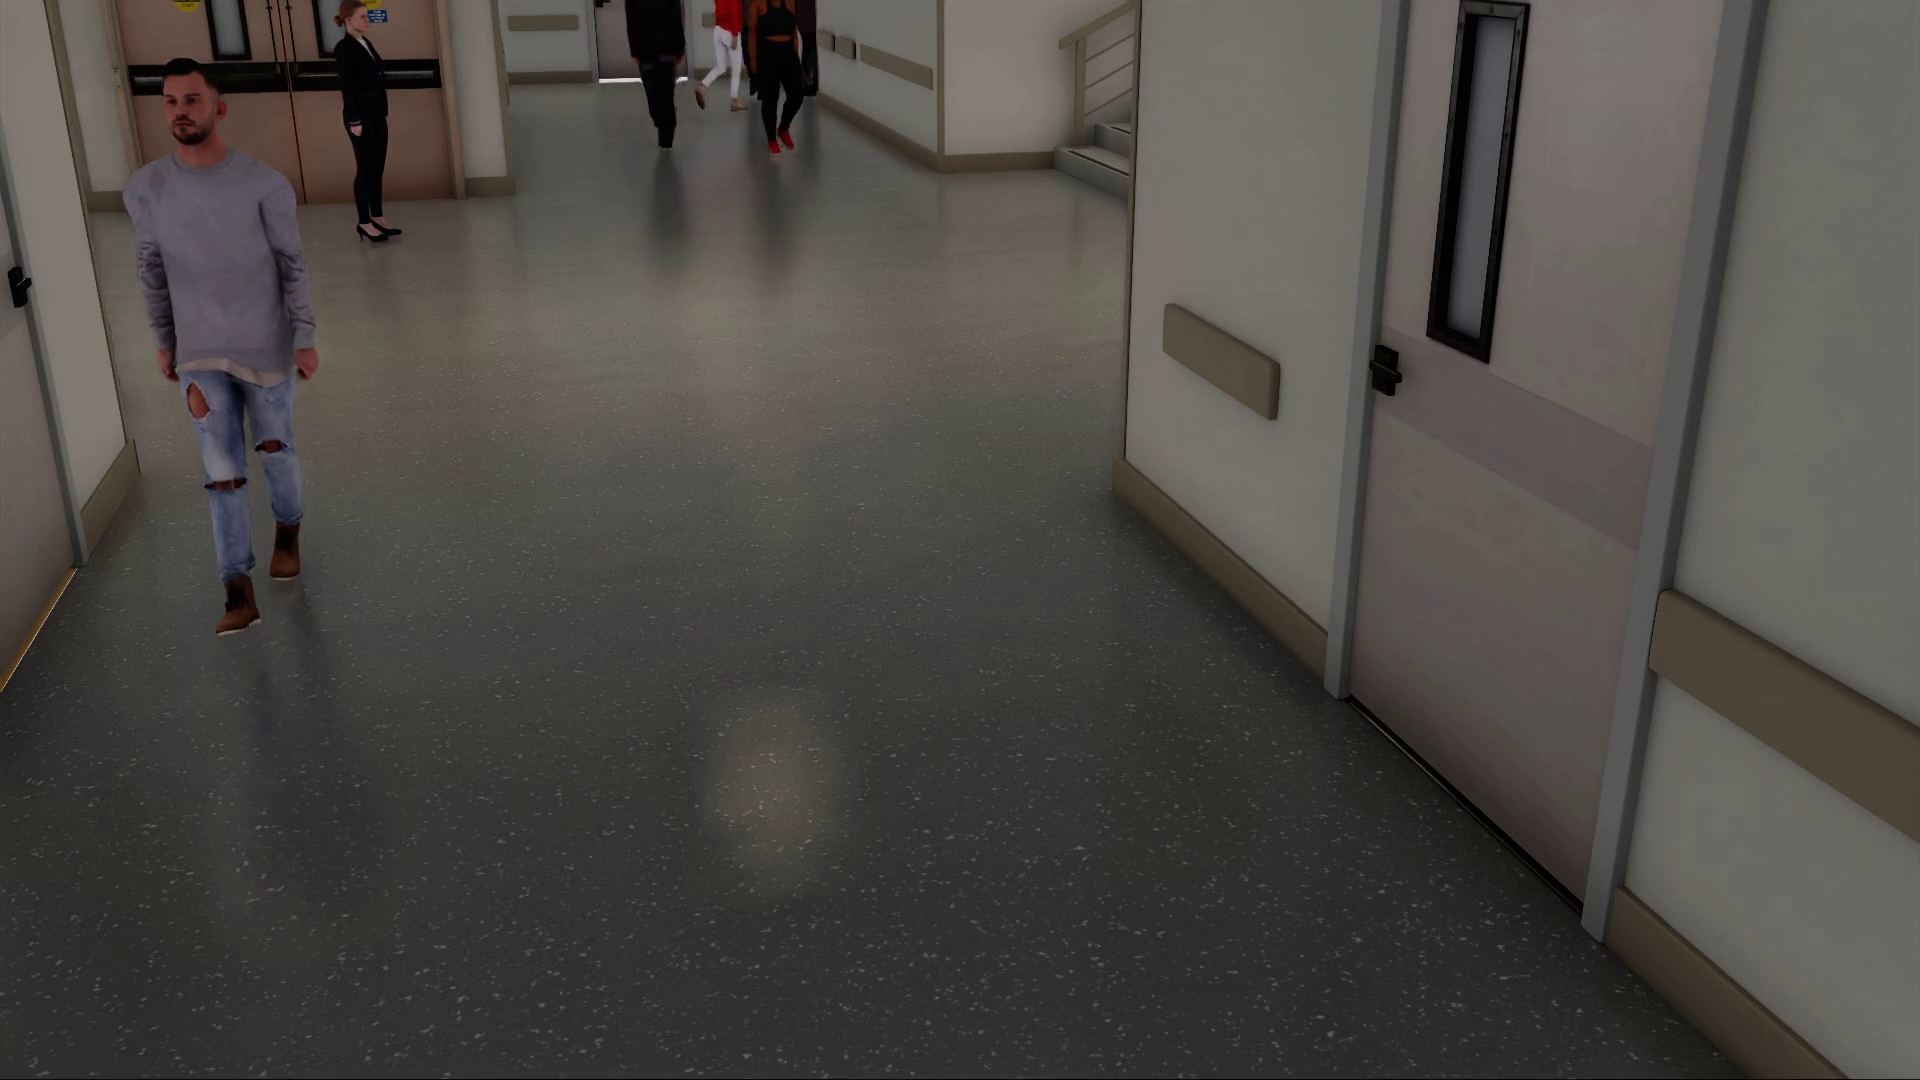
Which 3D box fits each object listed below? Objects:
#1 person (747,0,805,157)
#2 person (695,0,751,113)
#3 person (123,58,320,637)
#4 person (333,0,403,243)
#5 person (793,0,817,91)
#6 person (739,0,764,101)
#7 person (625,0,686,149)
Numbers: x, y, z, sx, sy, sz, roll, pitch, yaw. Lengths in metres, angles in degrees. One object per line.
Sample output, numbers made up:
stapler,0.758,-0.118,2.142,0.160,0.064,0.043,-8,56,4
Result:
person,-1.817,-4.665,16.147,0.689,1.804,0.811,-11,23,-26
person,-2.787,-5.841,19.432,0.909,1.676,1.085,17,27,38
person,-2.393,-0.645,5.553,1.064,1.790,0.794,-4,21,-11
person,-4.271,-3.001,11.921,0.653,1.685,0.681,2,21,5
person,-1.960,-6.772,21.678,0.984,1.827,1.042,10,23,25
person,-2.565,-6.473,20.848,1.124,1.856,0.852,-2,21,-5
person,-3.017,-4.855,16.536,1.241,1.884,0.942,-2,21,-5
